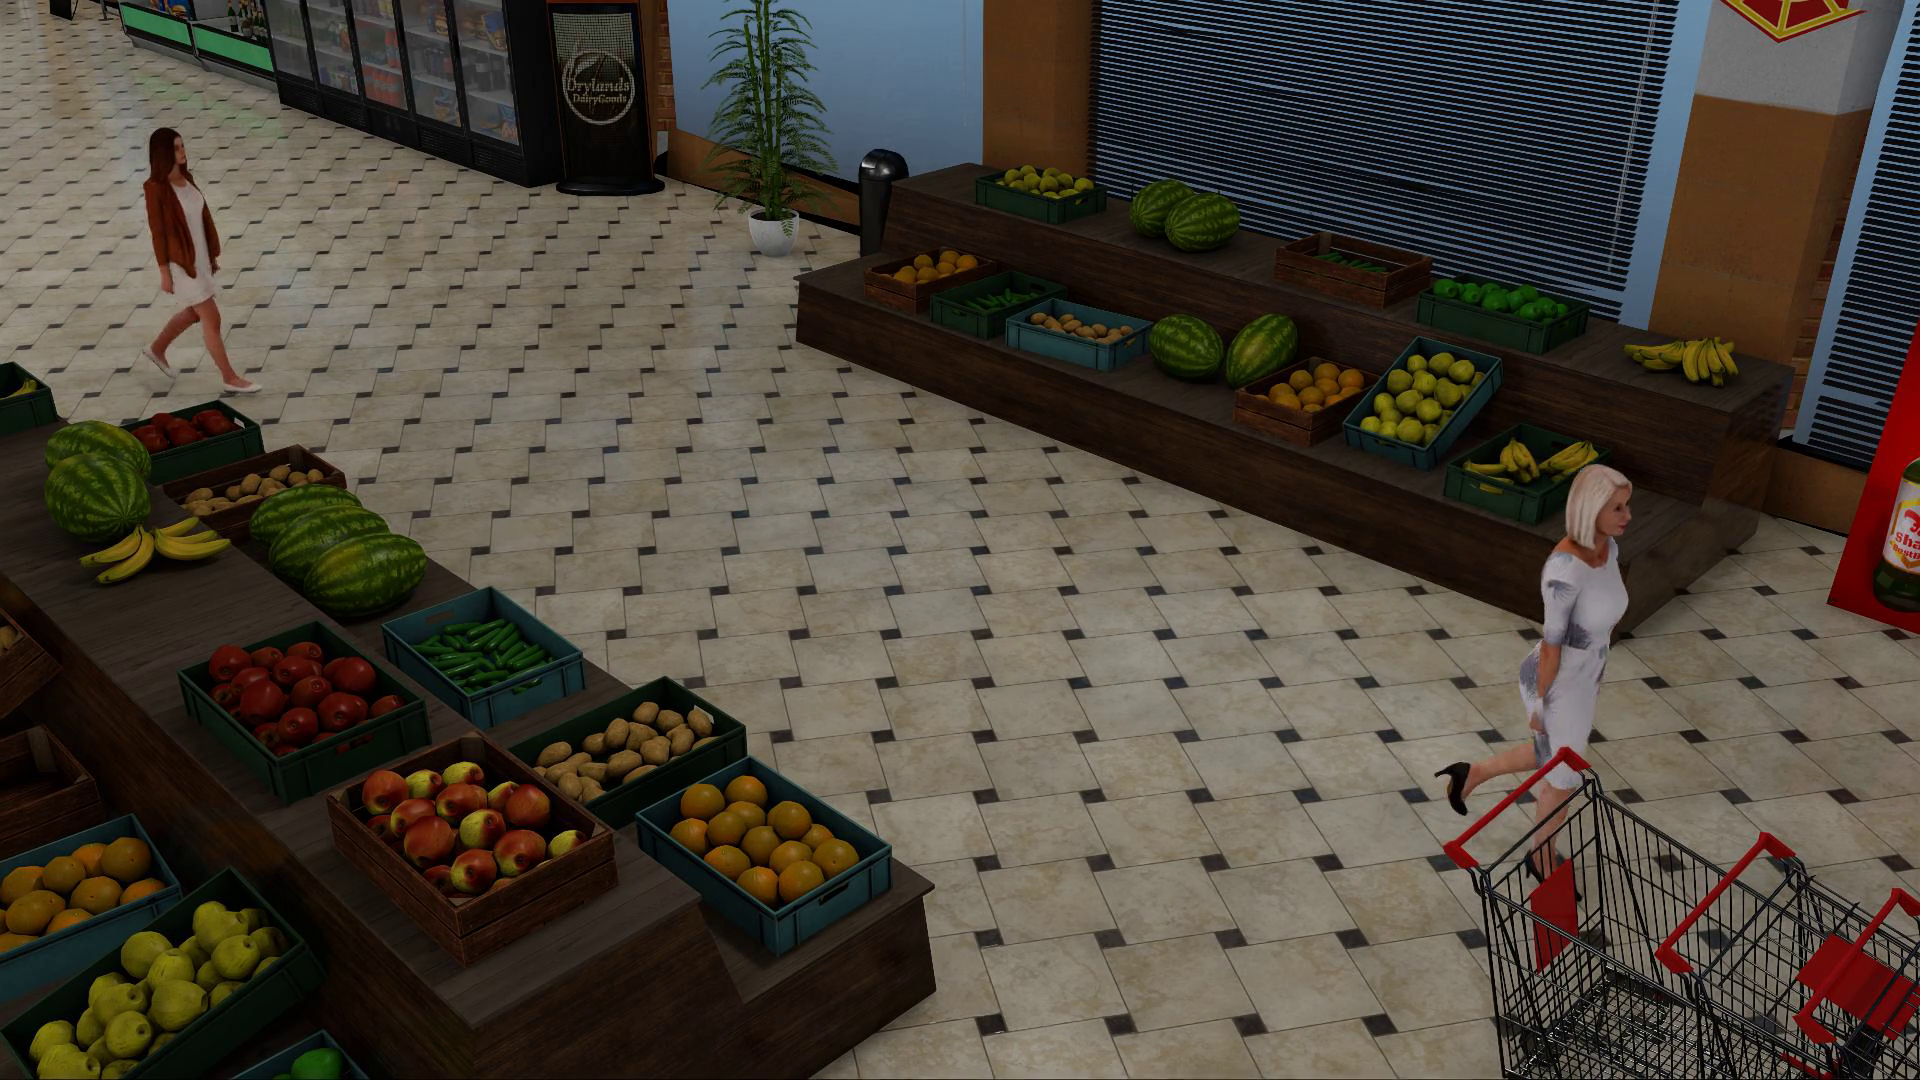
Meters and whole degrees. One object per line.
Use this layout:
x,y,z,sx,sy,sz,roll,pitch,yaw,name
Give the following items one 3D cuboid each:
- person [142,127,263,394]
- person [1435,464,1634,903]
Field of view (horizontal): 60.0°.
-4.956,-1.738,10.500,1.160,1.691,1.020,4,27,7,person
2.116,0.507,6.040,0.892,1.721,0.640,20,33,34,person
